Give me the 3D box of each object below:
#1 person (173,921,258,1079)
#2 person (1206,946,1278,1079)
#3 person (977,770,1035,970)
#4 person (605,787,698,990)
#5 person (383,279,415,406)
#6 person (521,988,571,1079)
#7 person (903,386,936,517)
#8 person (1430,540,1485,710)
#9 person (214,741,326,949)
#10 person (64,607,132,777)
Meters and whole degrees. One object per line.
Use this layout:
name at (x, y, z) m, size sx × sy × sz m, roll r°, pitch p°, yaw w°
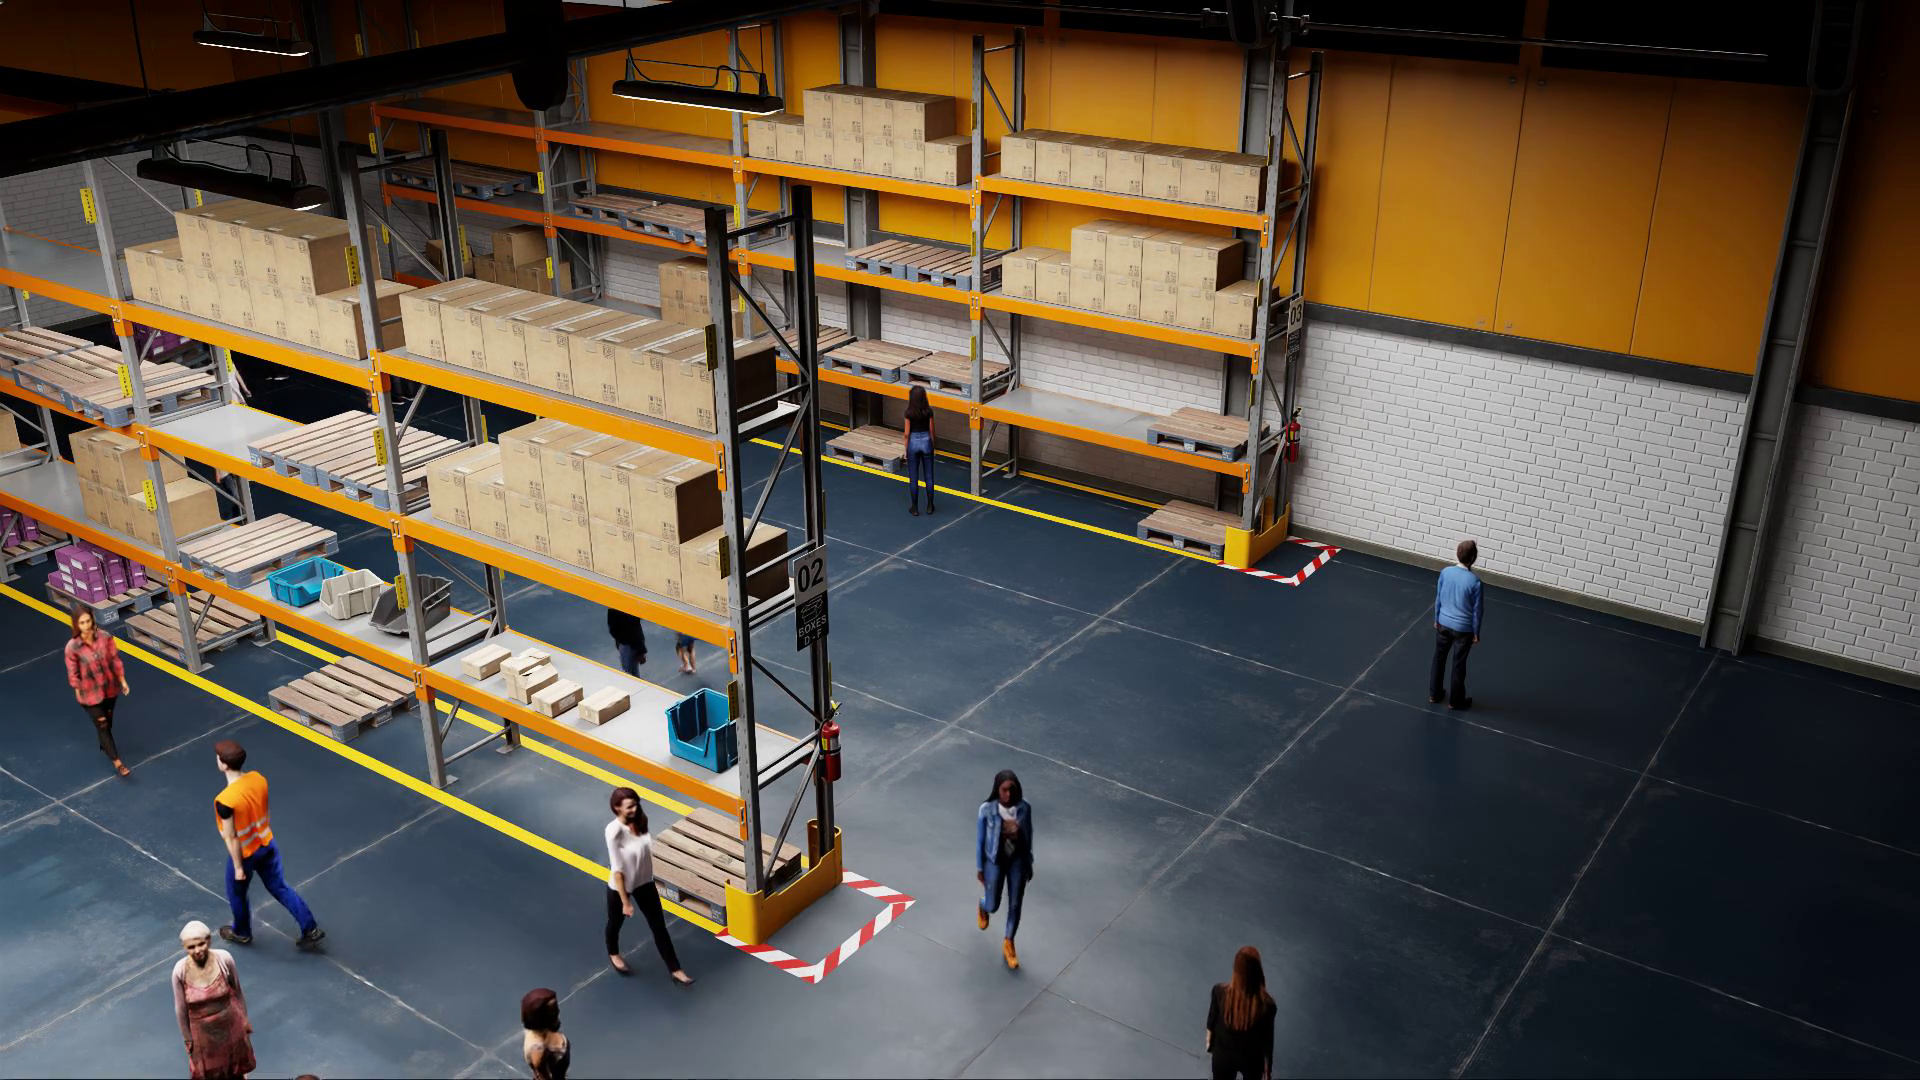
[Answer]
person at (-5.110, 3.322, 11.392) m, size 0.679 × 1.690 × 0.691 m, roll -14°, pitch 27°, yaw -30°
person at (1.819, 3.494, 11.006) m, size 1.040 × 1.685 × 0.871 m, roll 8°, pitch 25°, yaw 18°
person at (0.334, 2.538, 13.176) m, size 0.878 × 1.699 × 0.965 m, roll -7°, pitch 25°, yaw -16°
person at (-2.611, 2.671, 12.816) m, size 1.082 × 1.742 × 0.620 m, roll 15°, pitch 28°, yaw 31°
person at (-8.724, -3.072, 25.687) m, size 0.637 × 1.957 × 0.684 m, roll 9°, pitch 25°, yaw 20°
person at (-2.730, 3.651, 10.610) m, size 1.240 × 1.714 × 1.155 m, roll -4°, pitch 24°, yaw -8°
person at (-0.523, -1.168, 21.605) m, size 0.661 × 1.737 × 0.717 m, roll -5°, pitch 24°, yaw -11°
person at (5.048, 0.841, 16.910) m, size 0.762 × 1.817 × 0.569 m, roll -21°, pitch 31°, yaw -39°
person at (-5.512, 2.463, 13.157) m, size 1.284 × 1.850 × 0.919 m, roll 8°, pitch 25°, yaw 18°
person at (-8.219, 1.397, 15.836) m, size 1.081 × 1.659 × 0.672 m, roll 19°, pitch 30°, yaw 37°
